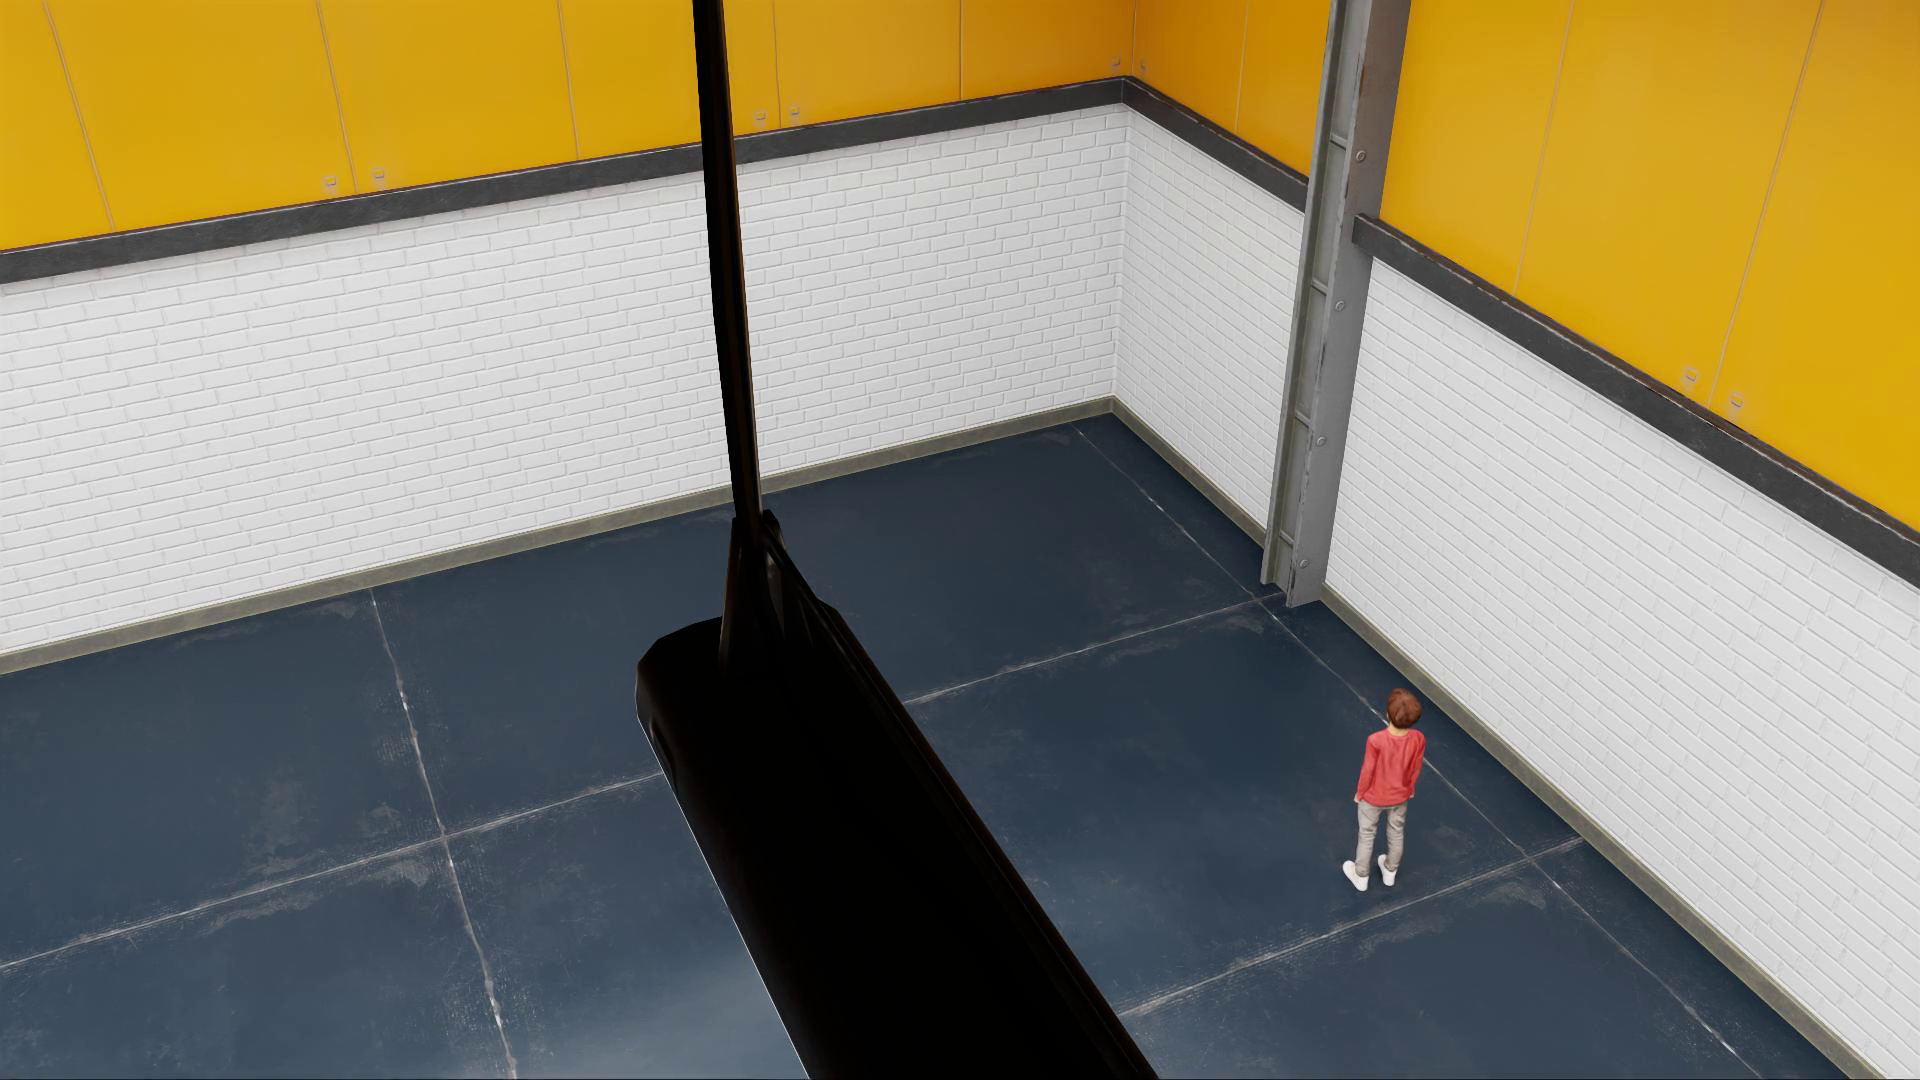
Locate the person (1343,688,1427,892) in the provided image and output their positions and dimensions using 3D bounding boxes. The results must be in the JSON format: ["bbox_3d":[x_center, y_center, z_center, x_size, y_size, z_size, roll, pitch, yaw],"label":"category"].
[{"bbox_3d":[2.482,1.455,9.664,0.569,1.416,0.560,-4,34,-6],"label":"person"}]
